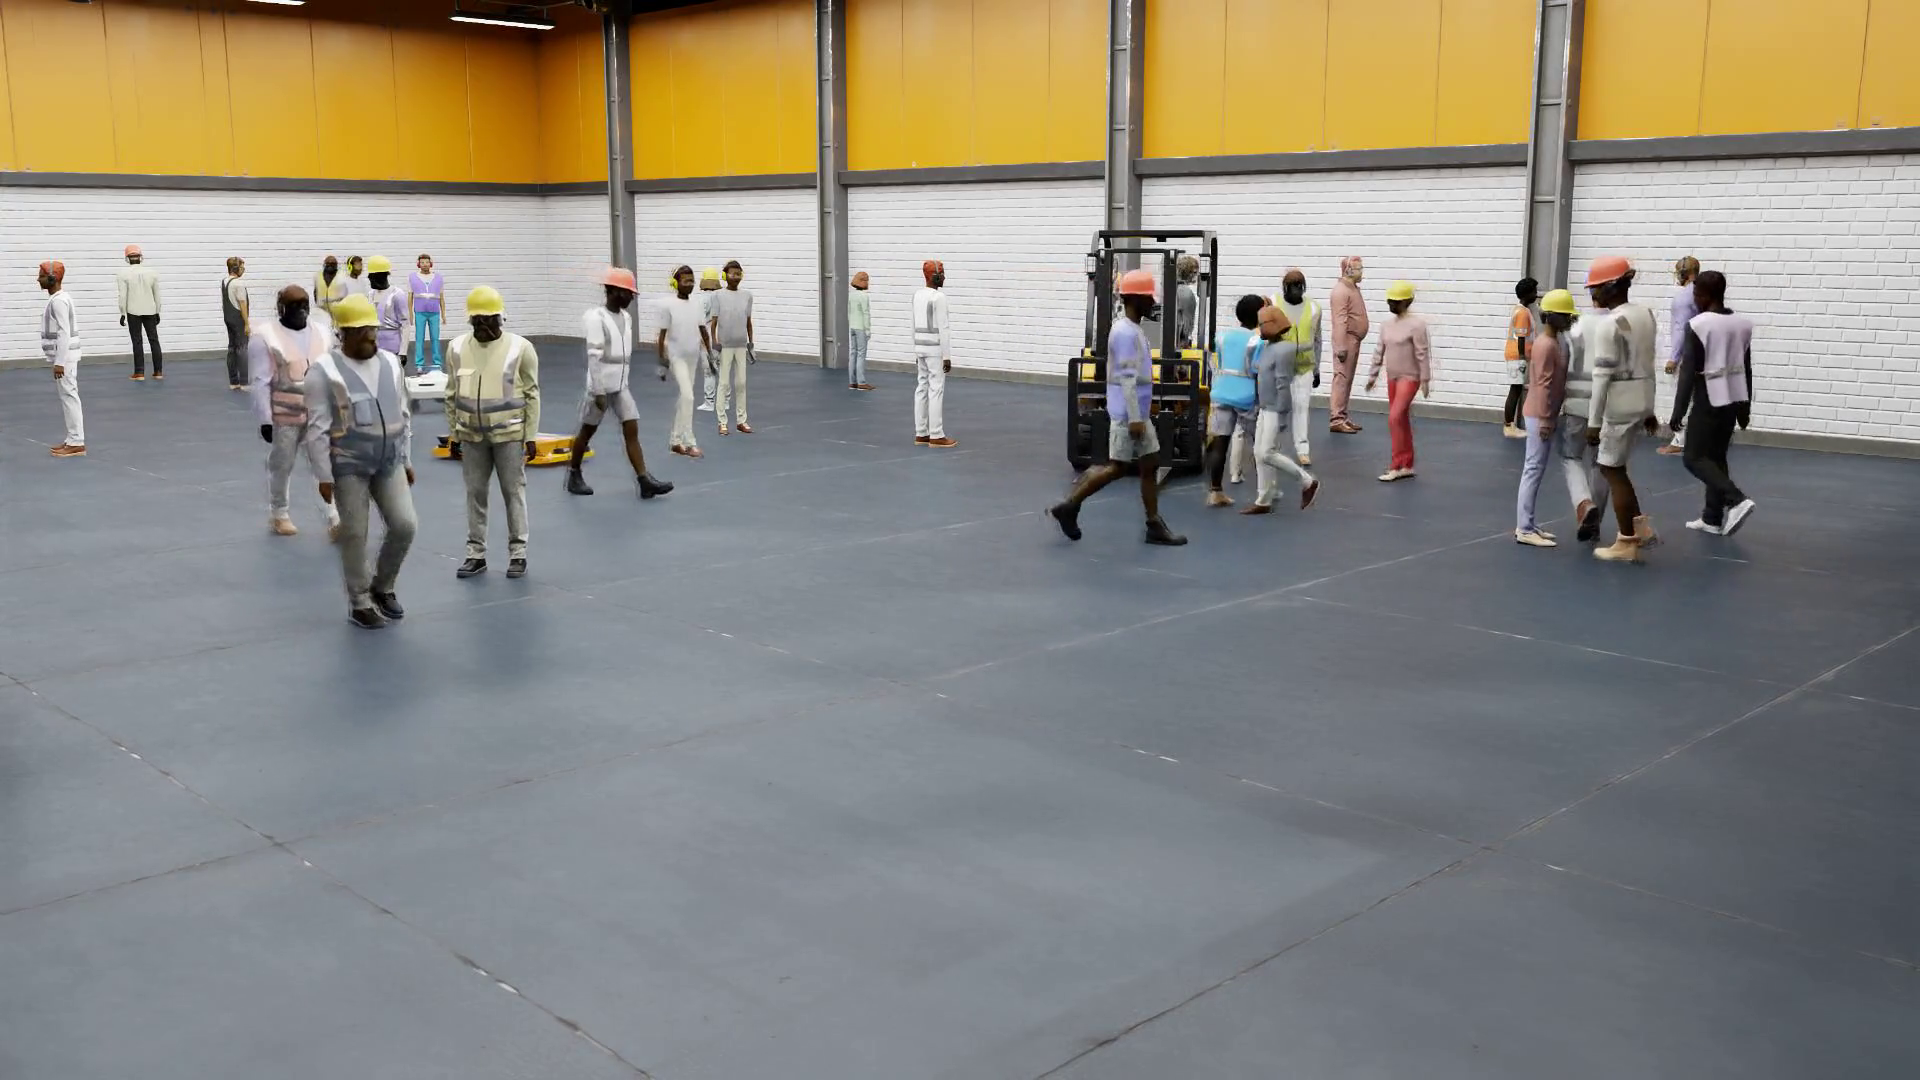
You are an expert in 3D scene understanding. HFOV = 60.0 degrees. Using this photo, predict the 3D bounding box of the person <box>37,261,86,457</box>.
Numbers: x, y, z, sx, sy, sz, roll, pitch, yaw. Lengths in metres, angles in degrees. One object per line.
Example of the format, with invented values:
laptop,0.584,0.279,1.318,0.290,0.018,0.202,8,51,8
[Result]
person,-8.707,-1.748,16.110,0.356,1.883,0.572,-5,12,-27

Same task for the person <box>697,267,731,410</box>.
person,-3.034,-2.455,20.344,0.487,1.744,0.297,-10,14,-42

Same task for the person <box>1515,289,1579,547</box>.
person,4.059,-0.843,11.495,0.329,1.765,0.533,4,11,19

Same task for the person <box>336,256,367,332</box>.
person,-8.537,-3.122,23.742,0.966,1.820,0.525,3,11,18

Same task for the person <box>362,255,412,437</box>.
person,-6.009,-2.009,17.416,0.594,1.923,0.372,7,12,34

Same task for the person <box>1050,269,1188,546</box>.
person,1.108,-0.902,11.443,0.883,1.916,0.549,3,11,18

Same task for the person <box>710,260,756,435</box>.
person,-2.435,-2.067,17.879,0.512,1.873,0.328,-6,12,-31

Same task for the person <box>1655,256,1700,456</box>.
person,7.046,-1.779,16.140,0.627,1.934,0.371,-10,14,-43

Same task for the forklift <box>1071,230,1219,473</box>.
forklift,1.804,-1.825,15.677,1.214,2.155,2.313,2,11,13

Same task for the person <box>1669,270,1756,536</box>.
person,5.377,-0.944,11.709,0.647,1.891,0.624,-5,12,-27

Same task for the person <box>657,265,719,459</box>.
person,-2.569,-1.704,15.992,0.804,1.842,0.516,9,14,40

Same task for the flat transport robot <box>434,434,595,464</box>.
flat transport robot,-4.253,-0.893,15.844,1.431,0.197,0.652,6,12,28

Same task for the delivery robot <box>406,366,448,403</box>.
delivery robot,-6.330,-1.864,20.108,0.707,0.478,0.477,-4,11,-19

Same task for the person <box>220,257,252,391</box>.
person,-9.896,-2.953,22.800,0.505,1.840,0.346,7,13,35

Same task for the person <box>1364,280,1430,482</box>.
person,3.776,-1.376,14.449,0.654,1.737,0.541,-4,11,-23

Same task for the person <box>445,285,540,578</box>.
person,-2.918,-0.670,10.376,0.591,1.828,0.404,1,10,5

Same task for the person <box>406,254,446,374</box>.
person,-8.239,-3.491,25.713,0.565,1.846,0.390,-6,12,-28

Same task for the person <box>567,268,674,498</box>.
person,-2.837,-1.266,13.546,1.037,1.864,0.570,6,12,30

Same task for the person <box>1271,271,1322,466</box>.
person,3.094,-1.601,15.594,0.640,1.807,0.829,-1,10,-4

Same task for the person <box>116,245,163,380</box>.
person,-12.154,-3.363,24.638,0.401,1.984,0.612,9,14,40

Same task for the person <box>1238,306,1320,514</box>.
person,2.430,-0.971,12.632,0.510,1.610,0.503,-1,10,-4

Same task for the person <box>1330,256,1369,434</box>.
person,4.222,-2.116,18.048,0.408,1.906,0.652,4,11,23

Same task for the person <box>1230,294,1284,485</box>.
person,2.524,-1.270,14.190,0.518,1.632,0.312,7,13,34

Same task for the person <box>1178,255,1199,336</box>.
person,2.317,-1.982,17.258,0.519,1.920,0.653,-2,11,-11

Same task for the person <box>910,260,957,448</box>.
person,-0.276,-1.873,16.794,0.344,1.879,0.584,-7,13,-34

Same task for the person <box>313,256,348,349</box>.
person,-10.424,-3.813,27.634,0.642,1.785,0.783,-1,10,-4

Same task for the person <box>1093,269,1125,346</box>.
person,1.629,-2.037,18.008,0.527,1.765,0.329,-4,11,-21

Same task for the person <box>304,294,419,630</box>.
person,-3.215,-0.414,8.994,0.427,1.818,0.625,9,13,39

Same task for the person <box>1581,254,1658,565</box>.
person,4.243,-0.831,10.771,0.657,2.006,0.518,-10,14,-44

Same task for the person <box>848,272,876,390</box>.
person,-1.379,-2.893,23.032,0.284,1.632,0.502,-6,12,-31

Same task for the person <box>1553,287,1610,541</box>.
person,4.385,-0.918,11.459,0.627,1.927,0.678,1,10,7

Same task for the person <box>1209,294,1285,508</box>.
person,2.266,-1.090,13.103,0.750,1.663,0.550,-9,14,-41

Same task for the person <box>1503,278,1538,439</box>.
person,5.912,-1.915,17.552,0.321,1.689,0.530,4,11,20

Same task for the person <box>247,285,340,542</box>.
person,-4.627,-0.879,11.633,0.981,1.790,0.648,10,14,43
